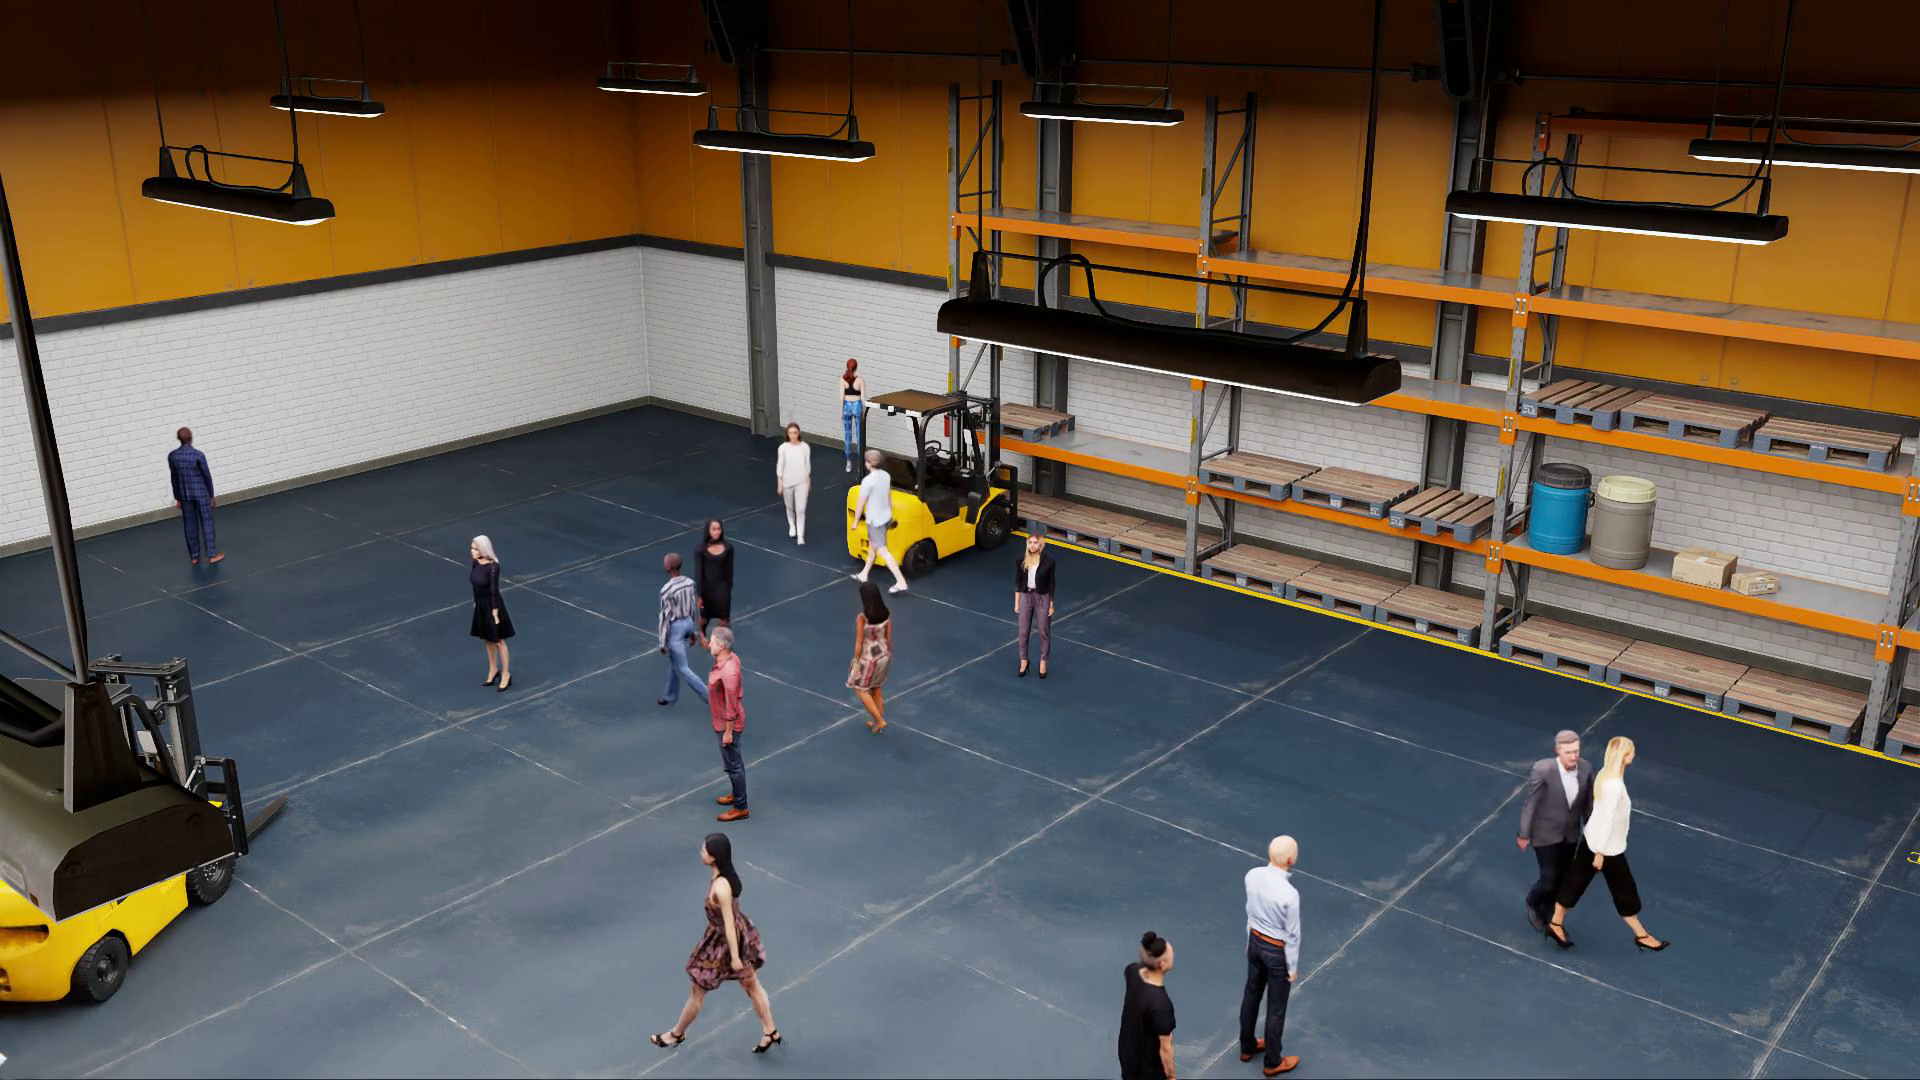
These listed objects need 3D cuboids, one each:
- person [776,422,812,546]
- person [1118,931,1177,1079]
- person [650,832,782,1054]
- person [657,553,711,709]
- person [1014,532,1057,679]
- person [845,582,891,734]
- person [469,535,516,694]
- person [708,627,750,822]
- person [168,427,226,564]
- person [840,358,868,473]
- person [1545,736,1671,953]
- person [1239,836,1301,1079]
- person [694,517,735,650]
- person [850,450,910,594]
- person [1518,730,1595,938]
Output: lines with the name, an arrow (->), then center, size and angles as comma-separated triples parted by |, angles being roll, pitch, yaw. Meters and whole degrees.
person -> -2.258, -0.783, 22.601 | 1.044, 1.647, 1.139 | -3, 19, -8
person -> 1.090, 3.235, 10.345 | 0.879, 1.853, 0.778 | -5, 19, -14
person -> -1.537, 2.868, 11.640 | 1.205, 1.723, 1.117 | -1, 19, -3
person -> -2.809, 1.016, 17.079 | 1.171, 1.761, 0.783 | 10, 21, 27
person -> 0.821, 0.703, 18.150 | 0.623, 1.671, 0.743 | 4, 19, 12
person -> -0.844, 1.218, 16.680 | 0.701, 1.634, 0.720 | -14, 23, -37
person -> -5.042, 0.778, 17.819 | 0.491, 1.741, 0.671 | 14, 23, 36
person -> -2.096, 1.646, 15.101 | 0.816, 1.829, 0.737 | -3, 19, -8
person -> -10.025, -0.594, 21.770 | 0.747, 1.818, 0.809 | -1, 19, -4
person -> -1.655, -1.942, 25.826 | 0.651, 1.785, 0.728 | 2, 19, 6
person -> 4.883, 2.397, 12.903 | 1.230, 1.810, 1.014 | 3, 19, 10
person -> 2.158, 2.867, 11.537 | 0.739, 1.790, 0.585 | -13, 23, -34
person -> -2.763, 0.574, 18.502 | 0.982, 1.692, 1.218 | -7, 20, -21
person -> -0.941, -0.194, 20.633 | 1.204, 1.786, 0.758 | 12, 22, 31
person -> 4.669, 2.295, 13.192 | 0.937, 1.818, 0.917 | -8, 20, -21
